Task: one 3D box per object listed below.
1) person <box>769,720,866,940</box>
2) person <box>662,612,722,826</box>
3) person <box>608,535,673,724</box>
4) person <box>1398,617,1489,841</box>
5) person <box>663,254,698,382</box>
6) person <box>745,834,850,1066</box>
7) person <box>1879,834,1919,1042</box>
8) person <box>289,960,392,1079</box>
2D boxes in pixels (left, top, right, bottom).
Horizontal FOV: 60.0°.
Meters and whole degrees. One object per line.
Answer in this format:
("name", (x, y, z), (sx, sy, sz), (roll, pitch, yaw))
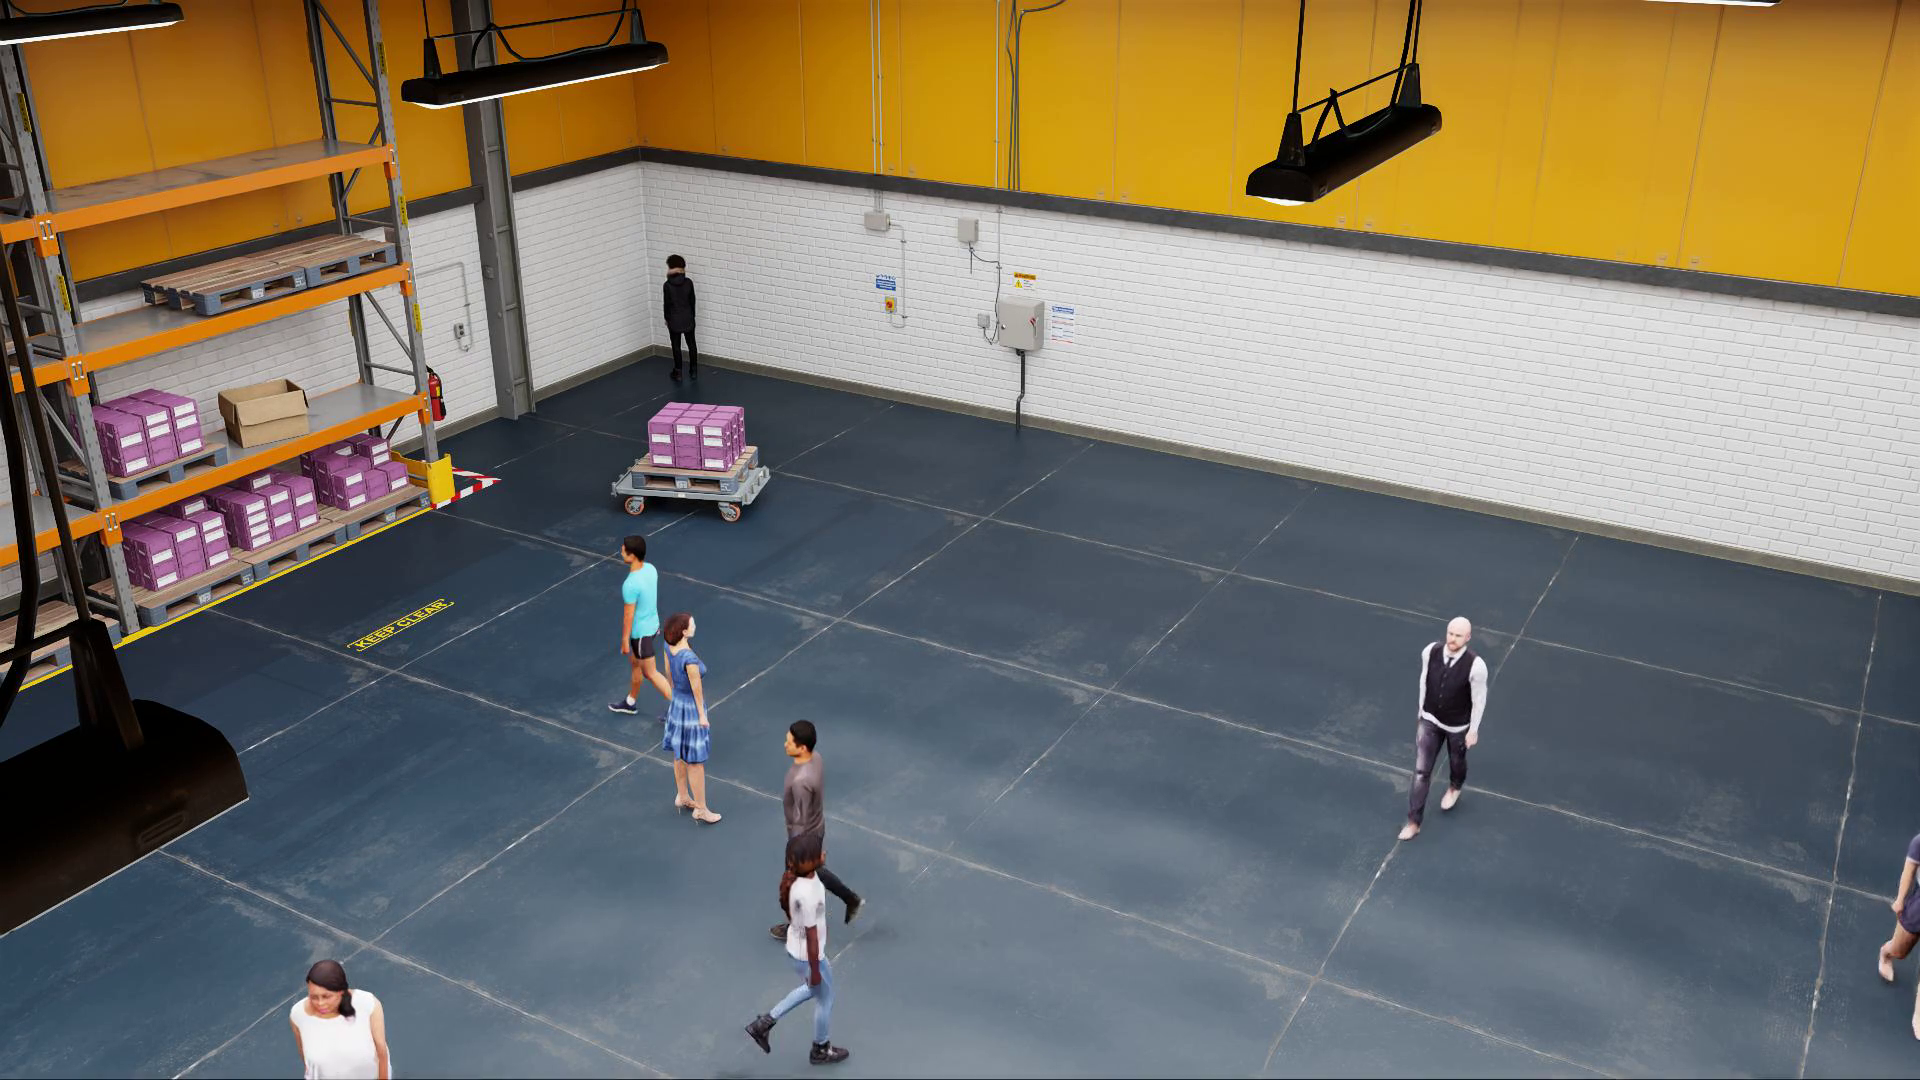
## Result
("person", (-1.007, 2.028, 11.535), (0.978, 1.756, 0.950), (-21, 31, -39))
("person", (-2.109, 1.378, 12.961), (0.708, 1.805, 0.743), (-18, 29, -35))
("person", (-2.664, 0.803, 14.347), (0.897, 1.749, 1.030), (5, 24, 11))
("person", (3.823, 1.413, 12.926), (0.814, 1.769, 1.275), (17, 29, 34))
("person", (-3.901, -3.115, 23.275), (0.713, 1.776, 0.795), (-11, 26, -23))
("person", (-1.018, 2.585, 10.327), (0.953, 1.704, 0.896), (-6, 24, -13))
("person", (6.323, 2.388, 10.878), (0.790, 1.622, 1.075), (6, 24, 13))
("person", (-3.412, 3.029, 9.378), (1.110, 1.649, 1.174), (-6, 24, -14))
